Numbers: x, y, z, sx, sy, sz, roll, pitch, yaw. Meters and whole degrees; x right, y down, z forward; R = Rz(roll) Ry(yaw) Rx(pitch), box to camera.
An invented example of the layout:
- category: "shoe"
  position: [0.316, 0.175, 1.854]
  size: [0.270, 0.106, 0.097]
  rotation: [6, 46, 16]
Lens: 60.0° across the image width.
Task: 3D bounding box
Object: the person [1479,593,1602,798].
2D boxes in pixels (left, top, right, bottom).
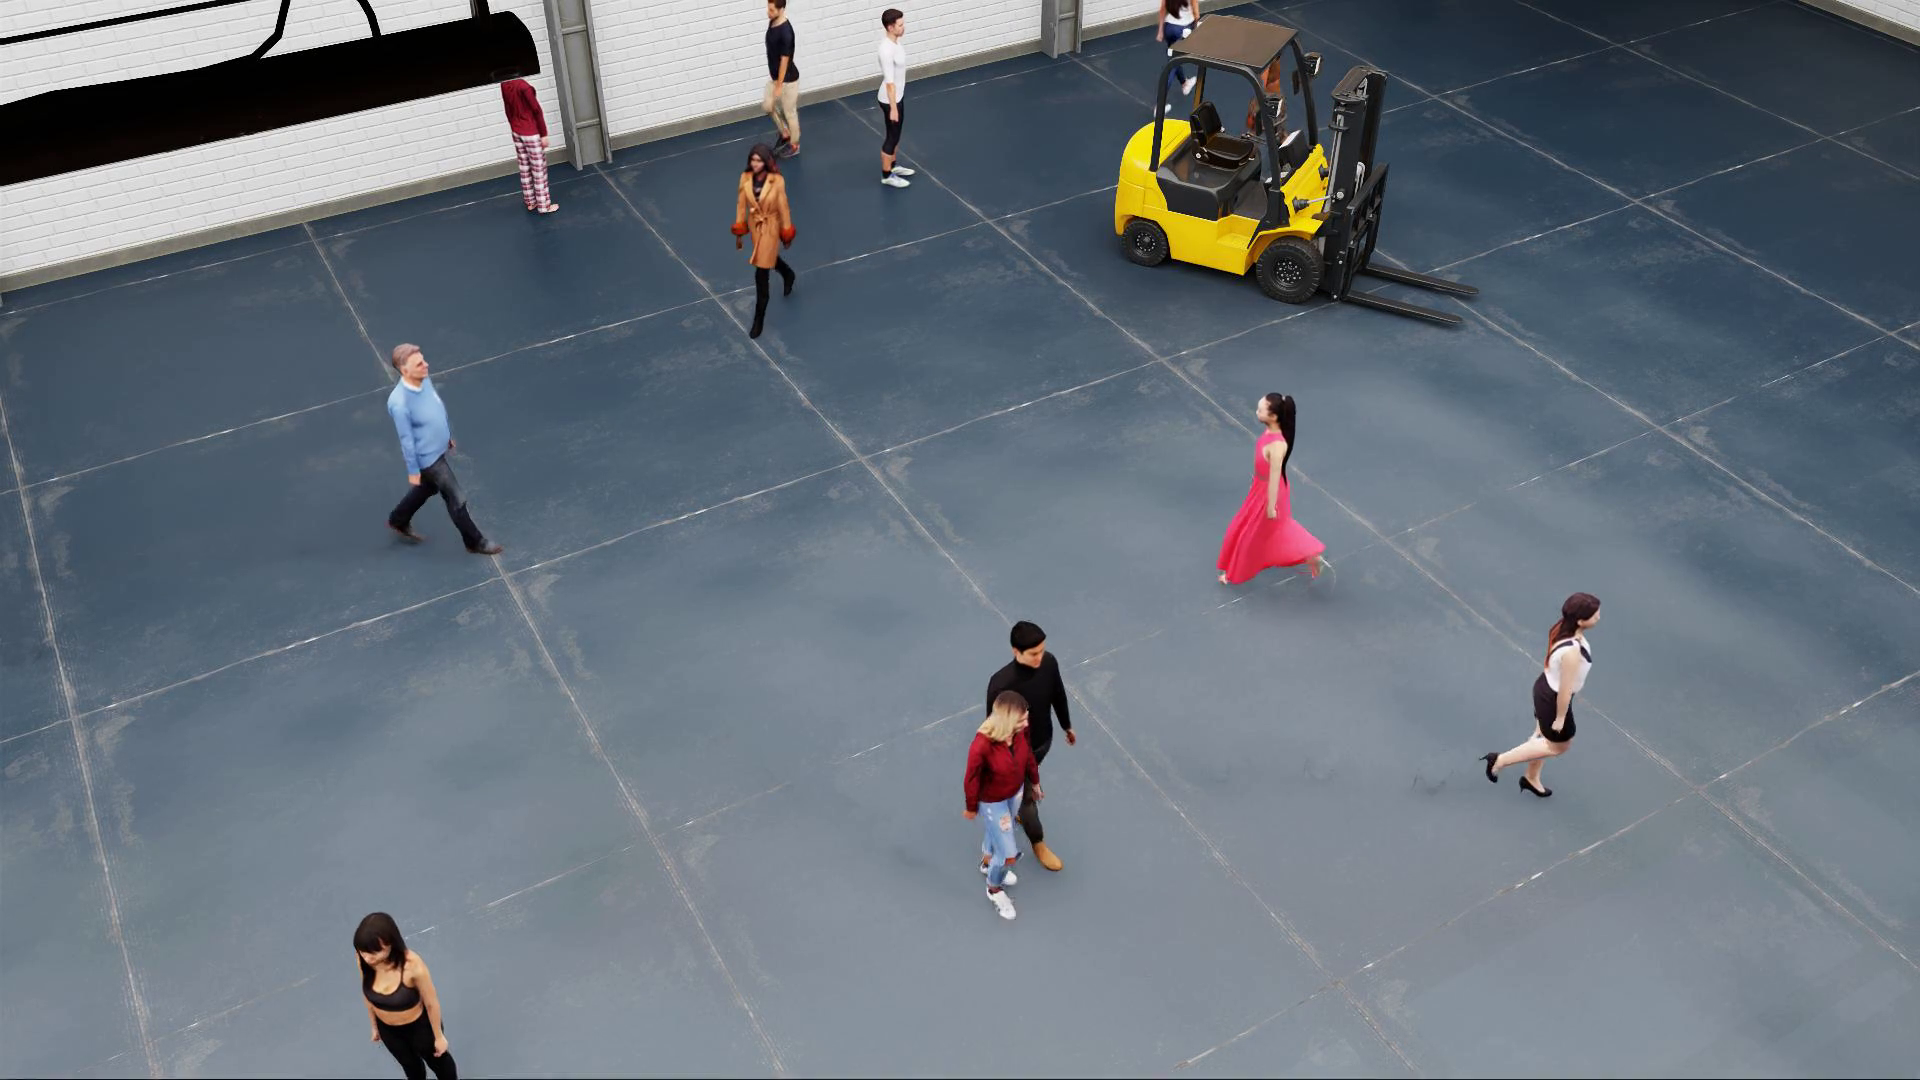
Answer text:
- category: "person"
  position: [3.570, 0.984, 10.220]
  size: [0.852, 1.640, 0.775]
  rotation: [4, 39, 6]

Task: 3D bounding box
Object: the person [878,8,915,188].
- category: "person"
  position: [-0.699, -4.518, 16.943]
  size: [0.772, 1.848, 0.754]
  rotation: [3, 39, 4]

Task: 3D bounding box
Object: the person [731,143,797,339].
- category: "person"
  position: [-1.710, -2.748, 14.865]
  size: [1.163, 1.675, 1.298]
  rotation: [14, 41, 17]

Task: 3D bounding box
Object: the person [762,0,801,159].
- category: "person"
  position: [-1.757, -4.840, 17.362]
  size: [0.627, 1.829, 0.671]
  rotation: [-19, 42, -22]

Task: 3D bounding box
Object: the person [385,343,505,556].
- category: "person"
  position: [-3.965, -0.650, 12.155]
  size: [1.251, 1.780, 1.100]
  rotation: [3, 39, 4]

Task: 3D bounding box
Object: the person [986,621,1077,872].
- category: "person"
  position: [0.370, 1.134, 9.988]
  size: [0.948, 1.695, 0.834]
  rotation: [-27, 46, -30]

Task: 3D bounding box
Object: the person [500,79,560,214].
- category: "person"
  position: [-4.299, -4.062, 16.493]
  size: [0.681, 1.697, 0.643]
  rotation: [24, 44, 27]

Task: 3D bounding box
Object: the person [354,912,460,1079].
- category: "person"
  position: [-2.779, 2.431, 8.405]
  size: [0.610, 1.644, 0.686]
  rotation: [6, 39, 8]

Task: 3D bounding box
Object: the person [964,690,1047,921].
- category: "person"
  position: [0.178, 1.440, 9.667]
  size: [0.768, 1.618, 0.694]
  rotation: [26, 45, 29]

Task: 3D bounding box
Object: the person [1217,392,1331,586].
- category: "person"
  position: [2.277, -0.312, 11.794]
  size: [1.084, 1.701, 0.993]
  rotation: [7, 39, 9]

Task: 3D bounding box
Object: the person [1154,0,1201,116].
- category: "person"
  position: [2.344, -5.512, 18.286]
  size: [0.808, 1.727, 1.167]
  rotation: [31, 48, 33]
